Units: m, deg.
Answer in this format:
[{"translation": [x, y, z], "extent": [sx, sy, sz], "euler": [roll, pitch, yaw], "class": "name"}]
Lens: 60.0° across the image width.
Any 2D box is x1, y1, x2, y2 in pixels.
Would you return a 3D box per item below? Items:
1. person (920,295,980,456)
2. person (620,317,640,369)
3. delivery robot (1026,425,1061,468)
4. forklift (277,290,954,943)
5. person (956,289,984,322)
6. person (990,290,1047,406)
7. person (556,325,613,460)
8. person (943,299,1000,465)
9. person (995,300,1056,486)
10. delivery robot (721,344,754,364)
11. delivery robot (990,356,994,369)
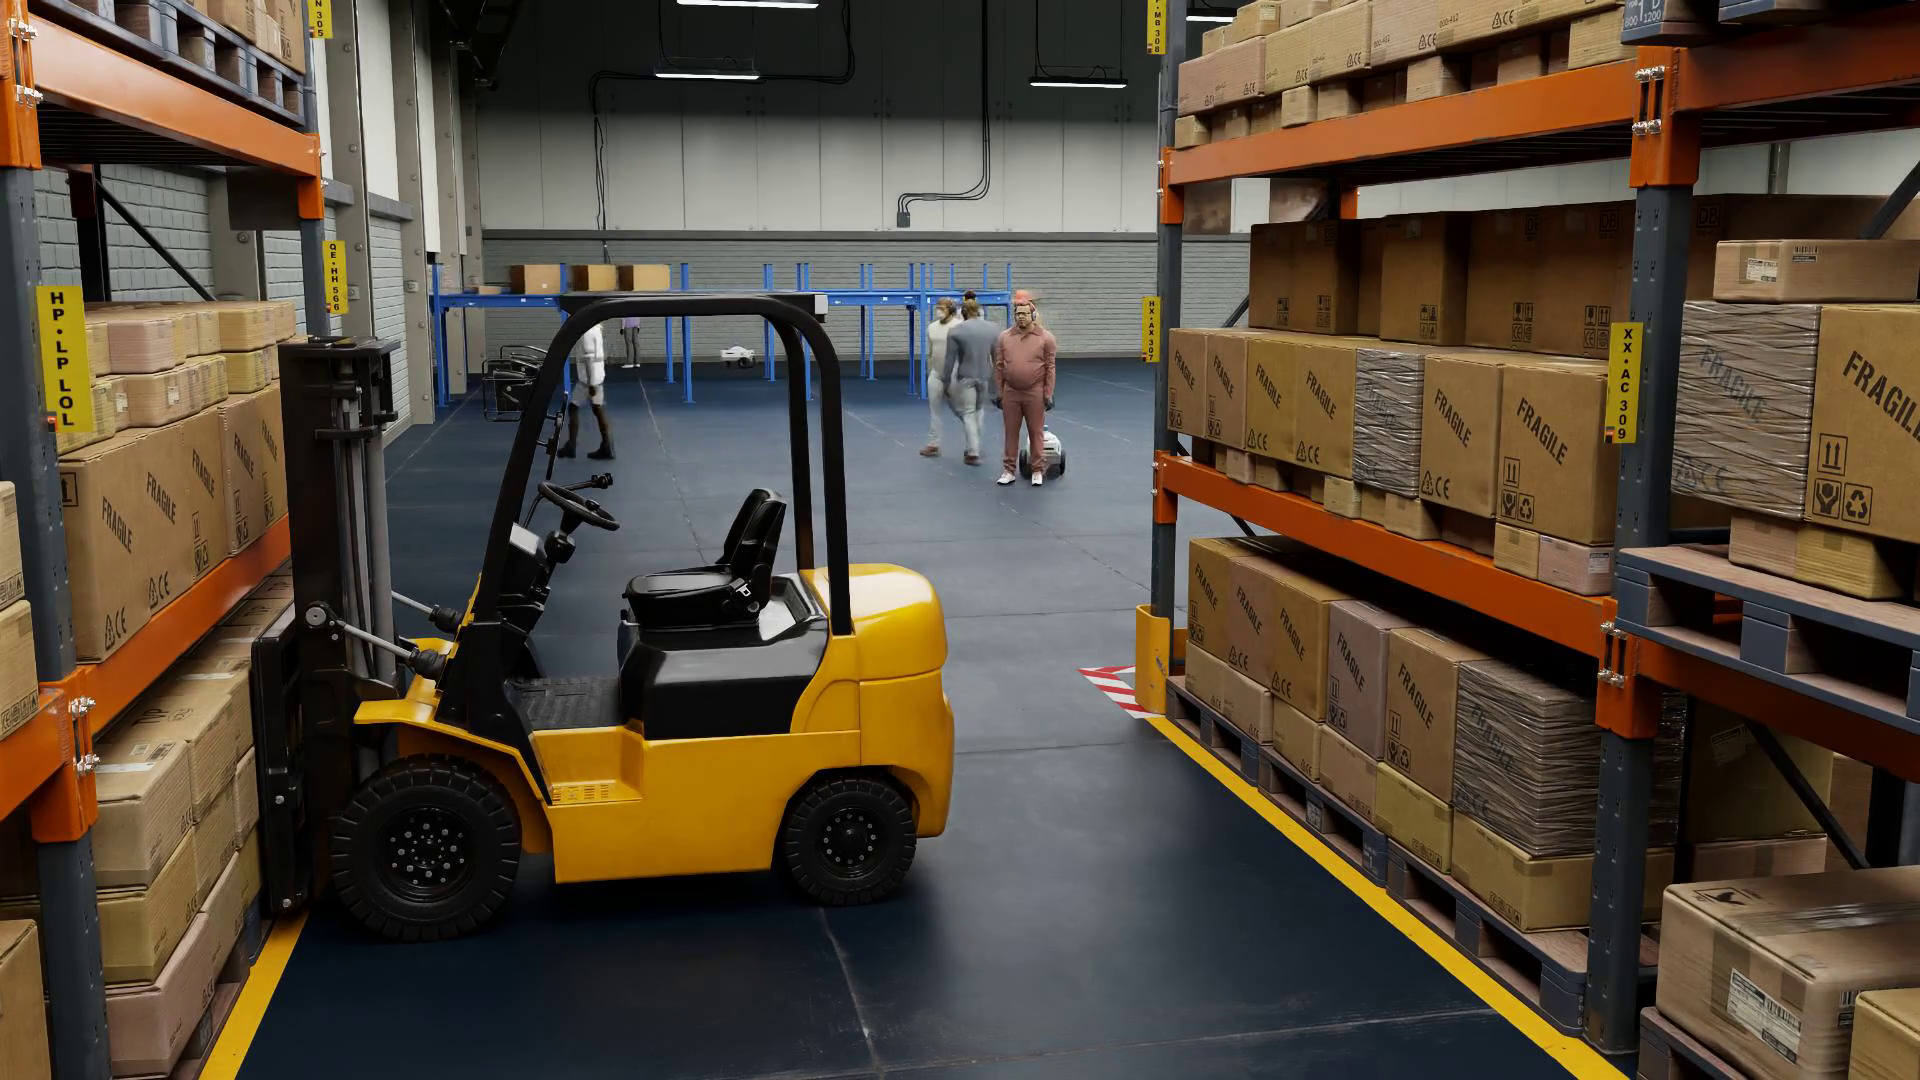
[{"translation": [-0.127, -1.994, 20.102], "extent": [0.649, 1.915, 0.874], "euler": [7, 12, 38], "class": "person"}, {"translation": [-7.380, -4.802, 37.168], "extent": [0.369, 1.925, 0.586], "euler": [6, 11, 31], "class": "person"}, {"translation": [0.902, -0.994, 17.971], "extent": [0.477, 0.478, 0.707], "euler": [0, 9, -1], "class": "delivery robot"}, {"translation": [-1.179, 0.175, 6.143], "extent": [2.313, 2.155, 1.214], "euler": [-2, 10, -12], "class": "forklift"}, {"translation": [0.167, -3.305, 28.210], "extent": [0.520, 1.873, 0.328], "euler": [-1, 9, -8], "class": "person"}, {"translation": [1.020, -3.059, 26.688], "extent": [1.012, 1.888, 0.546], "euler": [-1, 9, -4], "class": "person"}, {"translation": [-4.475, -1.897, 19.503], "extent": [0.815, 1.911, 0.557], "euler": [1, 9, 6], "class": "person"}, {"translation": [0.124, -1.844, 19.280], "extent": [0.680, 1.873, 0.916], "euler": [-3, 10, -20], "class": "person"}, {"translation": [0.662, -1.520, 17.220], "extent": [0.638, 1.909, 0.408], "euler": [3, 10, 16], "class": "person"}, {"translation": [-4.986, -4.155, 37.234], "extent": [0.707, 0.478, 0.477], "euler": [2, 10, 11], "class": "delivery robot"}, {"translation": [0.498, -3.817, 35.167], "extent": [0.477, 0.478, 0.707], "euler": [-9, 12, -44], "class": "delivery robot"}]
